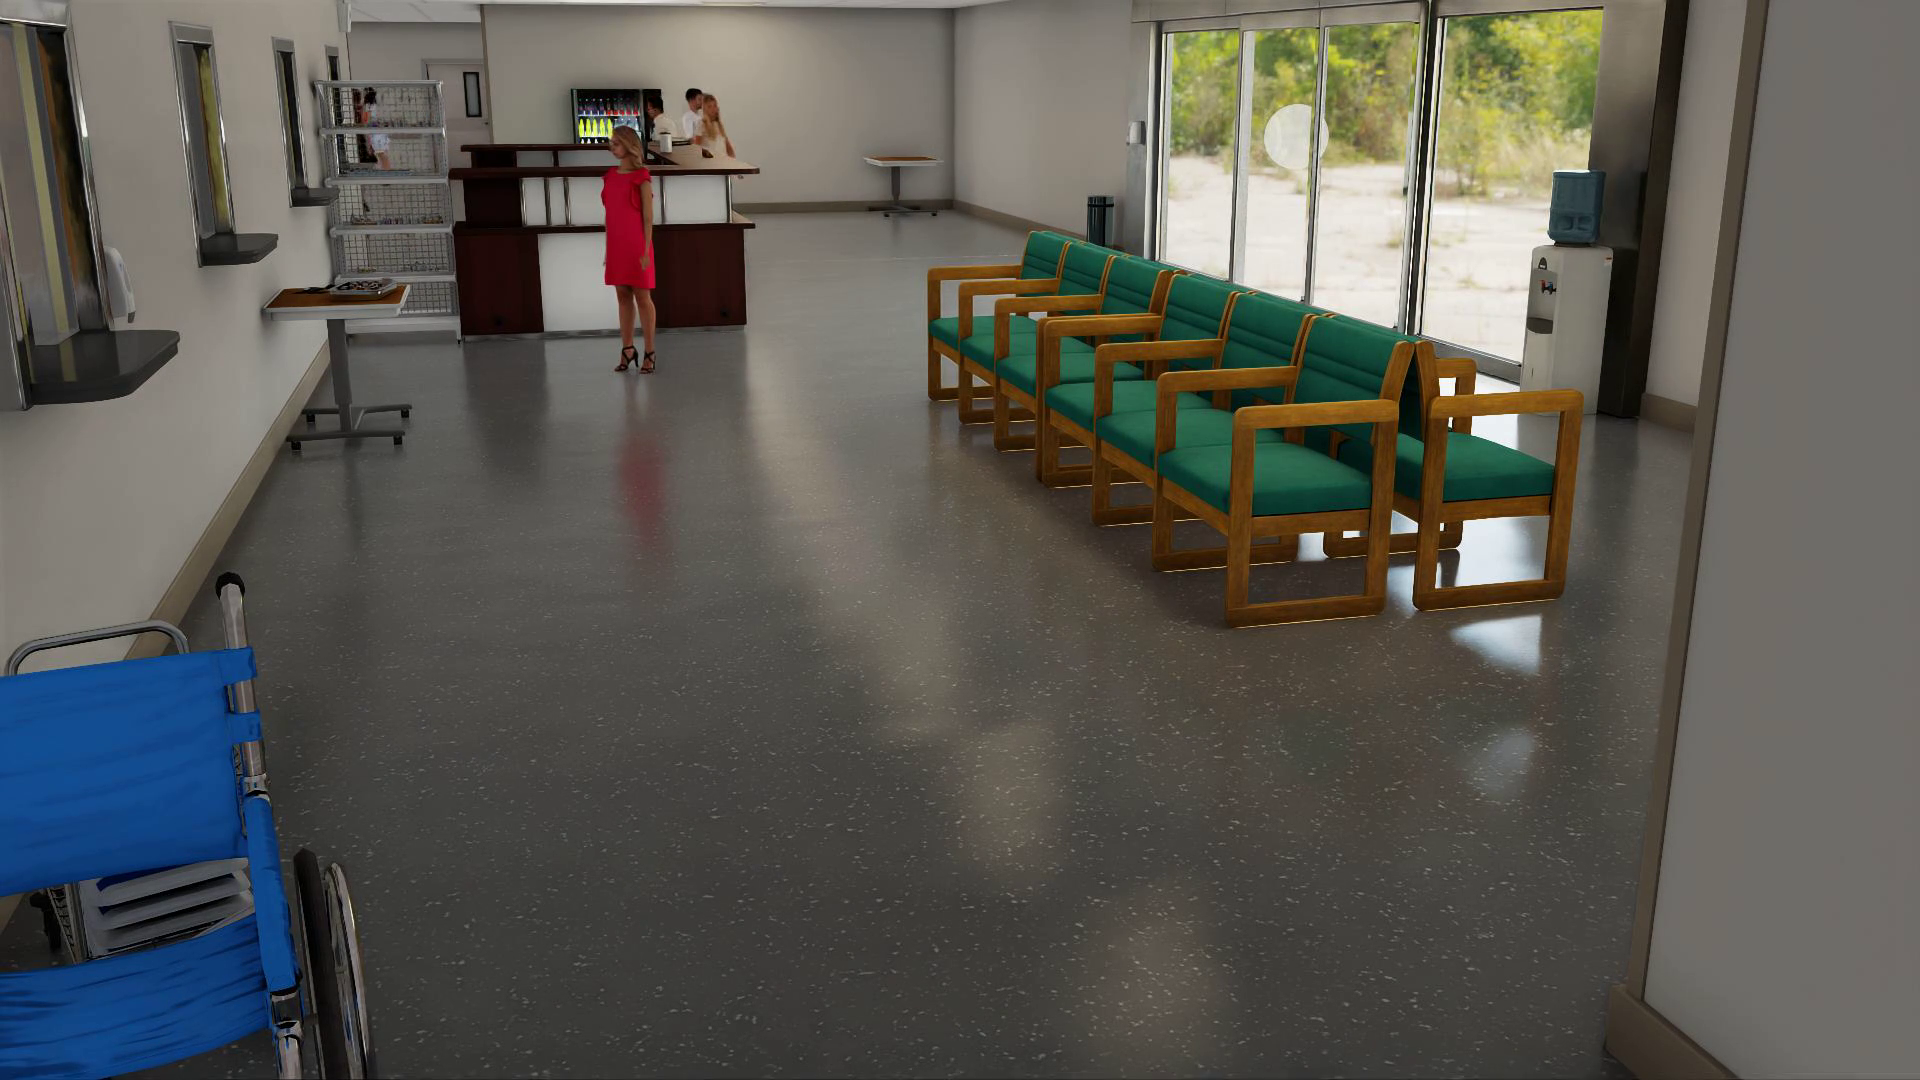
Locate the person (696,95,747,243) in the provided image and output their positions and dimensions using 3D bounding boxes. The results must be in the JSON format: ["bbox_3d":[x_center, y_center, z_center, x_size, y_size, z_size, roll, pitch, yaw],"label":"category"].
[{"bbox_3d":[-3.021,-4.346,19.812,1.258,1.759,1.195,7,17,25],"label":"person"}]

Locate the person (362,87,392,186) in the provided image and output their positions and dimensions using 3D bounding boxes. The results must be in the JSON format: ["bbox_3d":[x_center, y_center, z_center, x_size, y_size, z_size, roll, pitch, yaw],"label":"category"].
[{"bbox_3d":[-10.721,-7.414,30.651,1.124,1.782,0.688,-3,16,-10],"label":"person"}]

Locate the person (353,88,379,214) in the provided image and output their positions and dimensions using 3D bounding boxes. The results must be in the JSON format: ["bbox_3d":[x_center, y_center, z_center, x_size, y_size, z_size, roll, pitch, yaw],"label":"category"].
[{"bbox_3d":[-9.042,-5.811,24.885,0.796,1.825,0.850,6,17,21],"label":"person"}]

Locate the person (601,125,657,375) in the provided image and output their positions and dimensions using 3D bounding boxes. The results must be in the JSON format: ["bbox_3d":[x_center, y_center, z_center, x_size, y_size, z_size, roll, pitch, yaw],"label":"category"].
[{"bbox_3d":[-2.322,-2.056,11.751,0.665,1.726,0.721,9,18,30],"label":"person"}]

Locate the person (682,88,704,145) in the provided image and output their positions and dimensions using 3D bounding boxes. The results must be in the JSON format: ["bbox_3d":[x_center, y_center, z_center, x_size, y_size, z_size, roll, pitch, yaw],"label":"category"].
[{"bbox_3d":[-3.633,-5.258,22.871,0.714,1.854,0.743,2,16,8],"label":"person"}]

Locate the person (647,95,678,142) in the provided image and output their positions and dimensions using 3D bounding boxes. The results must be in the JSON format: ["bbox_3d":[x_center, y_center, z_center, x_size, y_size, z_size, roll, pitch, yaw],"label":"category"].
[{"bbox_3d":[-3.534,-4.553,20.521,0.745,1.772,0.797,1,16,5],"label":"person"}]
